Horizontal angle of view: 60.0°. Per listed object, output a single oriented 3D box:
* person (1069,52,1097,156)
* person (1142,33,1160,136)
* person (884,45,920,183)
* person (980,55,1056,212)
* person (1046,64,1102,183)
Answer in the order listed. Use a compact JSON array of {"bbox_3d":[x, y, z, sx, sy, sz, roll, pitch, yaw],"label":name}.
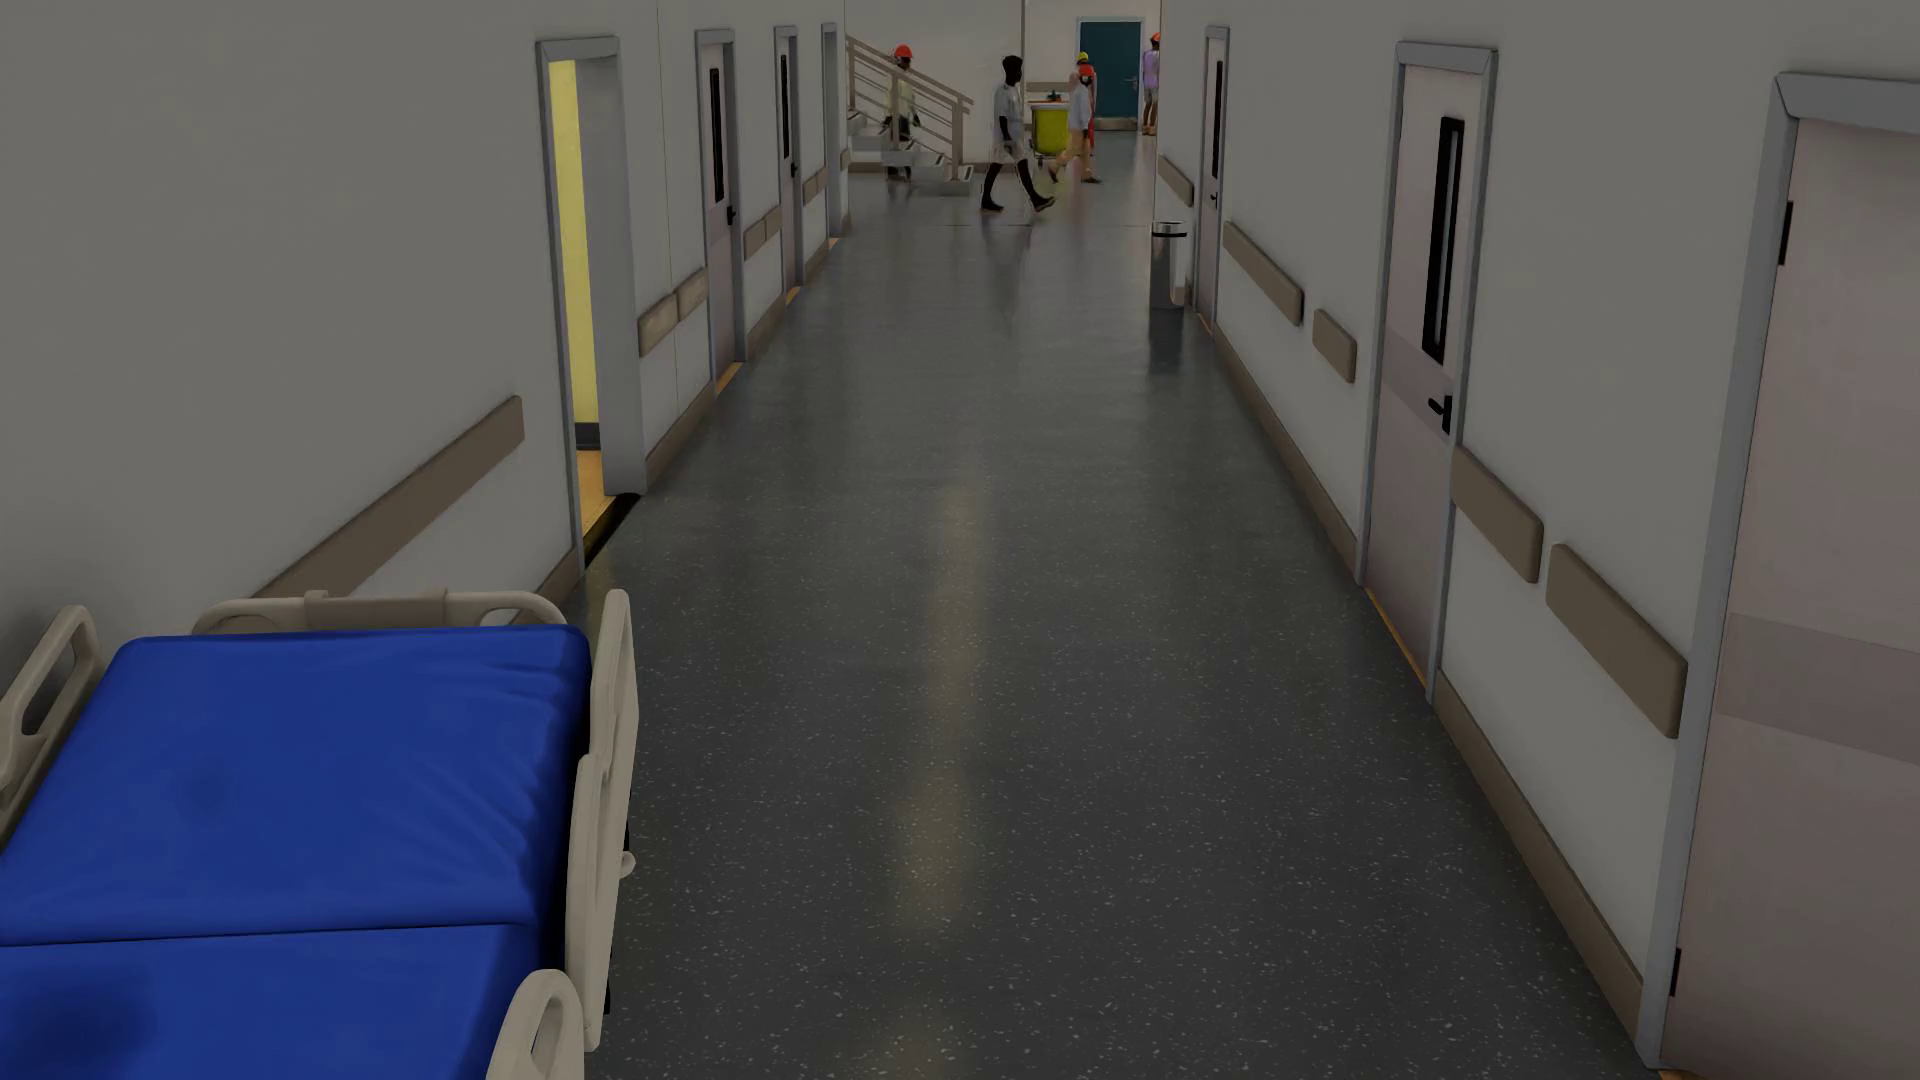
[{"bbox_3d":[2.132,-7.593,29.002,0.522,1.769,0.317,-5,18,-16],"label":"person"},{"bbox_3d":[3.945,-9.239,33.749,0.404,2.030,0.620,-11,21,-32],"label":"person"},{"bbox_3d":[-0.757,-6.249,24.444,0.836,1.964,0.654,8,19,23],"label":"person"},{"bbox_3d":[0.691,-5.024,20.673,1.004,1.914,0.632,8,19,23],"label":"person"},{"bbox_3d":[1.677,-6.068,24.285,0.780,1.723,0.573,0,18,-1],"label":"person"}]
